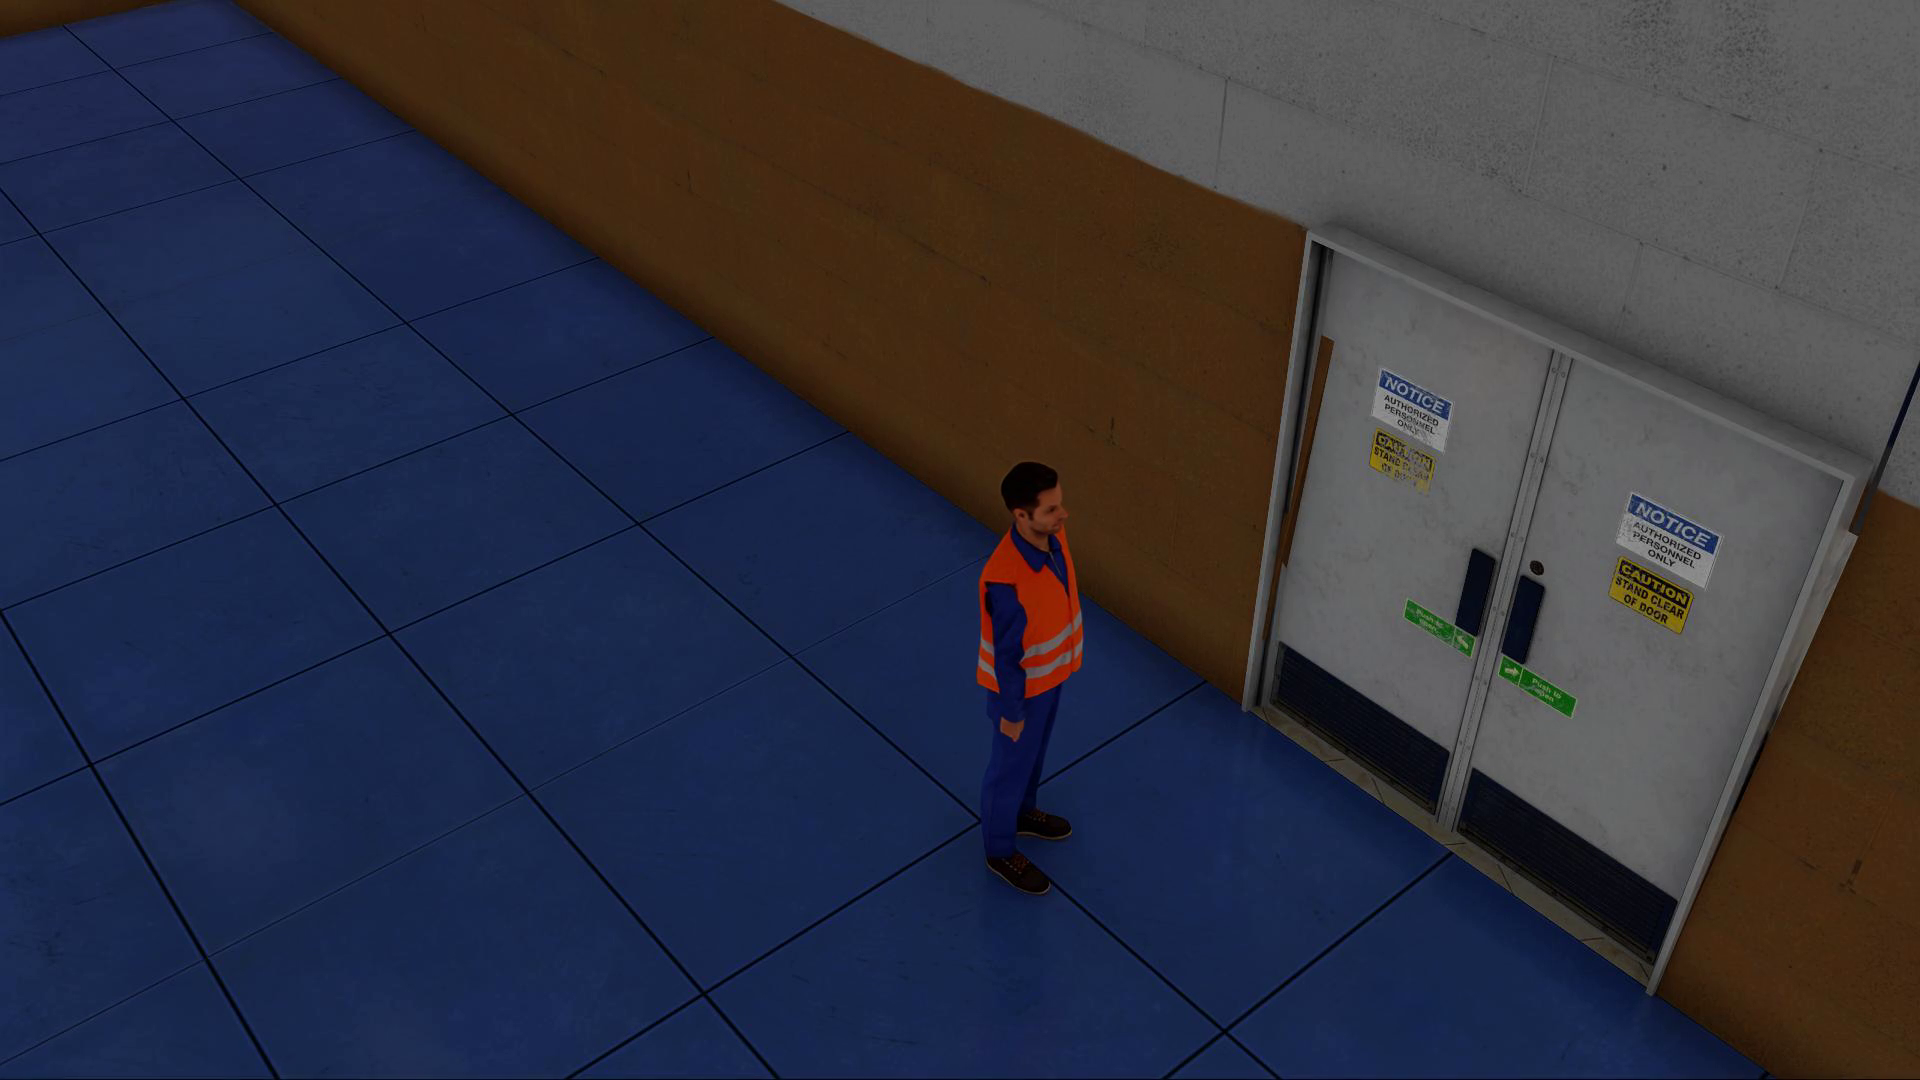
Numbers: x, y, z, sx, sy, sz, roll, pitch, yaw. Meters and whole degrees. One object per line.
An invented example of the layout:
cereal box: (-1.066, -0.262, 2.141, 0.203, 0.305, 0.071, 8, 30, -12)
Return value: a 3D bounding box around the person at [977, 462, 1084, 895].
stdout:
person: (0.244, 0.489, 6.069, 0.850, 1.864, 0.725, 13, 39, 17)
